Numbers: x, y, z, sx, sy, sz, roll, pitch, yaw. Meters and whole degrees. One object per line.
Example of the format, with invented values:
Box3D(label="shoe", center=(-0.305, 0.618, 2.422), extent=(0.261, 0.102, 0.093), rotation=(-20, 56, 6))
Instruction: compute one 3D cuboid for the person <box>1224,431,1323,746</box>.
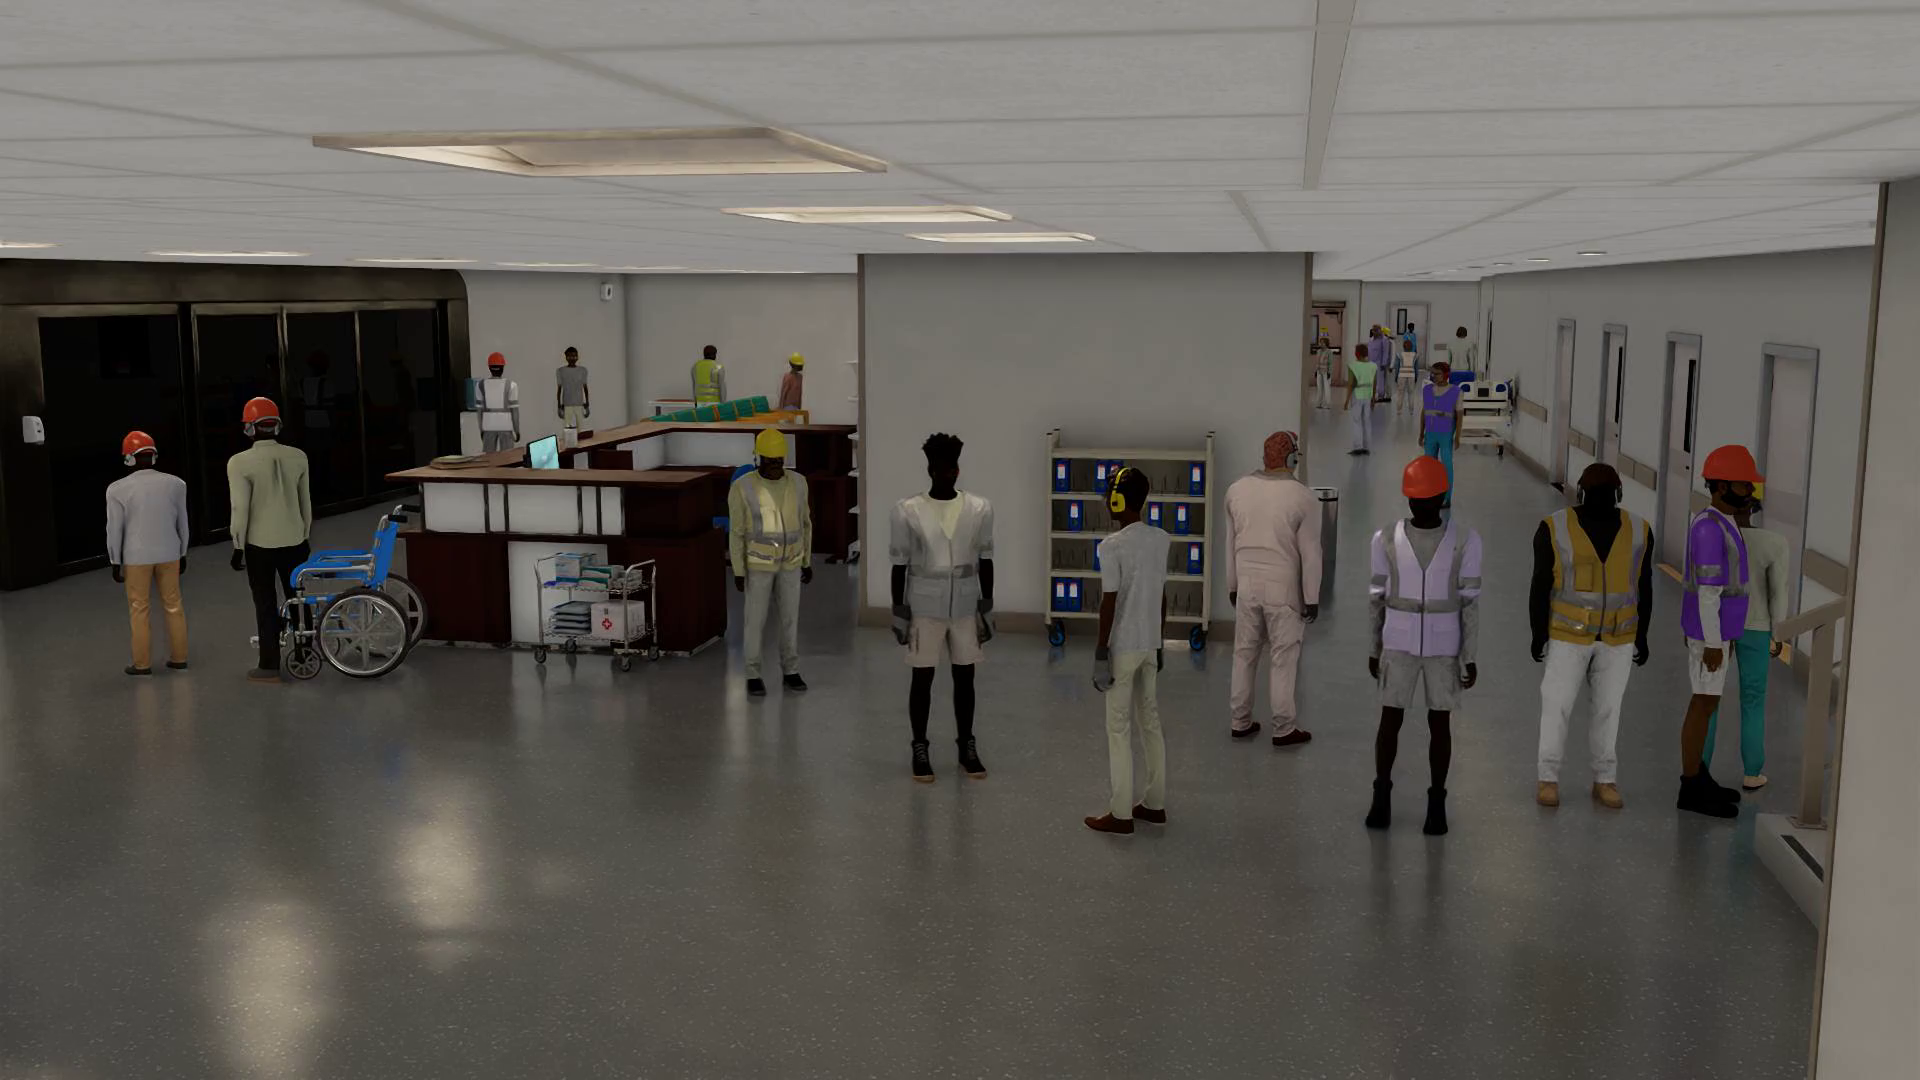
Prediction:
Box3D(label="person", center=(1.903, 0.289, 10.046), extent=(0.649, 1.901, 0.399), rotation=(7, 11, 40))

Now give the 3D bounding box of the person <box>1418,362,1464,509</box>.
Box3D(label="person", center=(6.041, -1.318, 20.899), extent=(0.392, 1.839, 0.563), rotation=(-8, 12, -44))

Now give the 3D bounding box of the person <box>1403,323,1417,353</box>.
Box3D(label="person", center=(14.082, -5.941, 52.035), extent=(0.531, 1.697, 0.320), rotation=(-4, 9, -25))

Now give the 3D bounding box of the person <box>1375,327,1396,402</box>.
Box3D(label="person", center=(10.371, -4.273, 40.573), extent=(0.401, 1.824, 0.598), rotation=(-3, 9, -20))

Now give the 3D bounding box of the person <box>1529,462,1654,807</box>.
Box3D(label="person", center=(3.338, 0.504, 8.802), extent=(0.634, 1.841, 0.429), rotation=(1, 9, 6))

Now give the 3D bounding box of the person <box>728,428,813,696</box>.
Box3D(label="person", center=(-1.272, 0.146, 11.261), extent=(0.598, 1.820, 0.408), rotation=(-5, 10, -30))

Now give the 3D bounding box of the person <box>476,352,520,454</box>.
Box3D(label="person", center=(-5.980, -1.465, 21.580), extent=(0.546, 1.930, 0.388), rotation=(0, 9, -1))

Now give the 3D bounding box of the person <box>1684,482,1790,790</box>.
Box3D(label="person", center=(4.252, 0.489, 9.141), extent=(0.522, 1.769, 0.312), rotation=(5, 10, 28))

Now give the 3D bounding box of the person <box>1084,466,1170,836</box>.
Box3D(label="person", center=(0.856, 0.558, 8.395), extent=(0.516, 1.861, 0.320), rotation=(-8, 12, -43))

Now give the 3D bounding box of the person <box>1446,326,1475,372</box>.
Box3D(label="person", center=(10.957, -3.706, 36.420), extent=(0.631, 1.939, 0.372), rotation=(6, 10, 34))

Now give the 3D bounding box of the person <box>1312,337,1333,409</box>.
Box3D(label="person", center=(8.346, -3.824, 38.176), extent=(0.307, 1.644, 0.514), rotation=(-5, 10, -32))

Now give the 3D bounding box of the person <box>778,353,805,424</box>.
Box3D(label="person", center=(-2.843, -2.200, 27.168), extent=(0.823, 1.719, 0.544), rotation=(4, 9, 24))

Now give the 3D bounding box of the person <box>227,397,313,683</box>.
Box3D(label="person", center=(-4.826, 0.000, 11.634), extent=(0.395, 1.994, 0.613), rotation=(6, 10, 35))

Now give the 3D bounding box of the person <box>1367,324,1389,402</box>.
Box3D(label="person", center=(10.103, -4.290, 40.420), extent=(0.406, 1.902, 0.636), rotation=(-4, 10, -27))

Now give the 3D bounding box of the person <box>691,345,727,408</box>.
Box3D(label="person", center=(-4.109, -2.284, 27.349), extent=(0.626, 1.834, 0.432), rotation=(4, 9, 24))

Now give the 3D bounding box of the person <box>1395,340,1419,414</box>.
Box3D(label="person", center=(9.800, -3.563, 36.489), extent=(0.509, 1.629, 0.314), rotation=(1, 9, 4))

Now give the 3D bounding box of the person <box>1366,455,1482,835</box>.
Box3D(label="person", center=(2.319, 0.531, 8.341), extent=(0.546, 1.926, 0.391), rotation=(3, 9, 16))

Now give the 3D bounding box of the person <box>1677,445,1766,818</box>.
Box3D(label="person", center=(3.978, 0.466, 8.727), extent=(0.354, 1.939, 0.544), rotation=(5, 10, 28))

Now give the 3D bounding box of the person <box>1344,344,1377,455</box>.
Box3D(label="person", center=(6.667, -2.330, 27.642), extent=(0.571, 1.850, 0.392), rotation=(-4, 9, -24))

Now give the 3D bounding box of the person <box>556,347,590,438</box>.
Box3D(label="person", center=(-6.030, -2.085, 25.938), extent=(0.504, 1.861, 0.326), rotation=(-4, 9, -24))

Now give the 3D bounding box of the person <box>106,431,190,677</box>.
Box3D(label="person", center=(-5.775, 0.095, 11.832), extent=(0.350, 1.743, 0.564), rotation=(7, 11, 40))

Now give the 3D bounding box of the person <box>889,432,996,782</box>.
Box3D(label="person", center=(-0.095, 0.373, 9.279), extent=(0.608, 1.962, 0.366), rotation=(-3, 9, -16))
